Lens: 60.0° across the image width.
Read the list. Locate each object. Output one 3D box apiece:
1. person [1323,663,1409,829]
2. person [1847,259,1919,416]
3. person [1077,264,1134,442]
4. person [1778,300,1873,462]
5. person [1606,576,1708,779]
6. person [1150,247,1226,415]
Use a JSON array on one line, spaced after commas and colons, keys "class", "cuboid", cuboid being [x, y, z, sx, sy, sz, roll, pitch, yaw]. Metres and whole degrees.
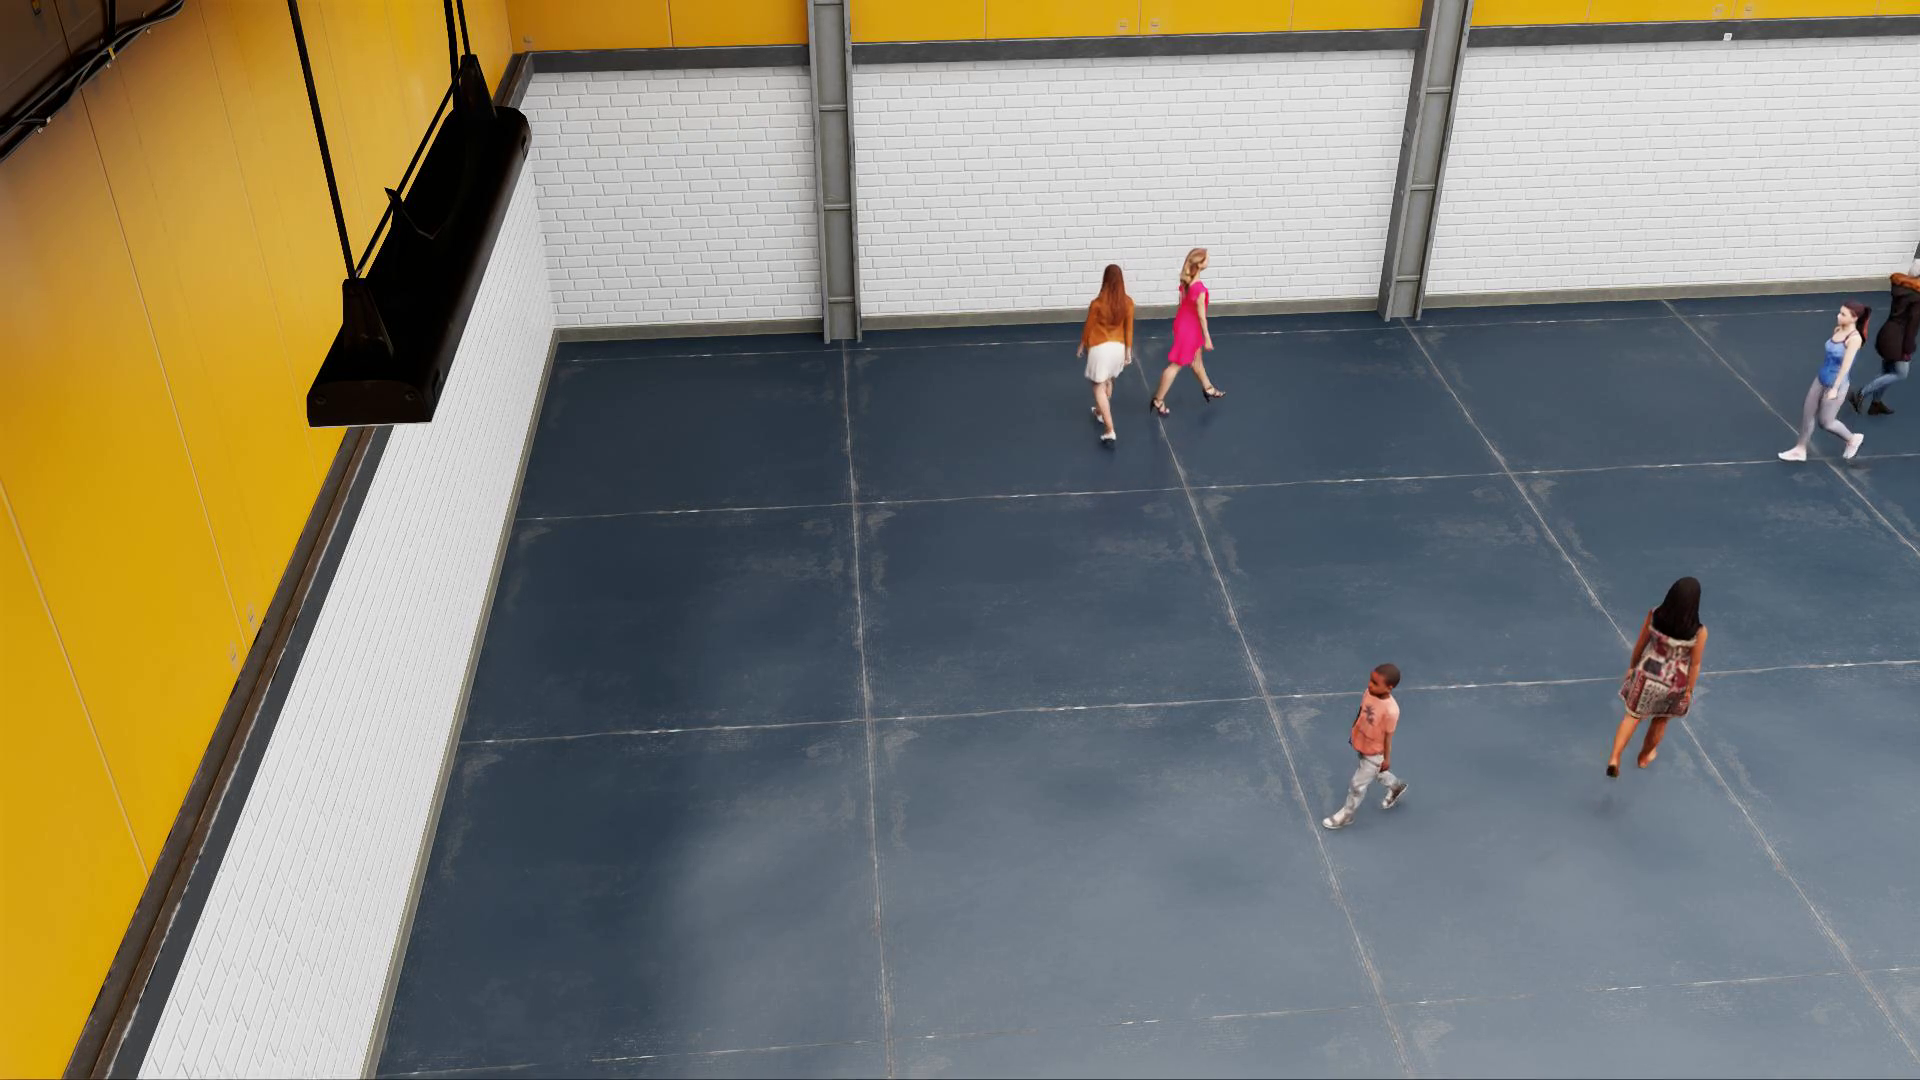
[{"class": "person", "cuboid": [2.803, 1.352, 11.094, 0.928, 1.297, 0.630, -11, 35, -15]}, {"class": "person", "cuboid": [8.769, -1.881, 15.658, 0.790, 1.629, 0.678, 1, 34, 1]}, {"class": "person", "cuboid": [1.365, -1.694, 15.317, 0.996, 1.696, 0.859, -13, 36, -19]}, {"class": "person", "cuboid": [7.901, -1.388, 14.946, 0.924, 1.596, 0.629, 1, 34, 2]}, {"class": "person", "cuboid": [4.745, 0.993, 11.337, 0.962, 1.626, 1.021, 25, 41, 32]}, {"class": "person", "cuboid": [2.056, -1.942, 15.692, 1.019, 1.692, 0.639, -6, 34, -9]}]
